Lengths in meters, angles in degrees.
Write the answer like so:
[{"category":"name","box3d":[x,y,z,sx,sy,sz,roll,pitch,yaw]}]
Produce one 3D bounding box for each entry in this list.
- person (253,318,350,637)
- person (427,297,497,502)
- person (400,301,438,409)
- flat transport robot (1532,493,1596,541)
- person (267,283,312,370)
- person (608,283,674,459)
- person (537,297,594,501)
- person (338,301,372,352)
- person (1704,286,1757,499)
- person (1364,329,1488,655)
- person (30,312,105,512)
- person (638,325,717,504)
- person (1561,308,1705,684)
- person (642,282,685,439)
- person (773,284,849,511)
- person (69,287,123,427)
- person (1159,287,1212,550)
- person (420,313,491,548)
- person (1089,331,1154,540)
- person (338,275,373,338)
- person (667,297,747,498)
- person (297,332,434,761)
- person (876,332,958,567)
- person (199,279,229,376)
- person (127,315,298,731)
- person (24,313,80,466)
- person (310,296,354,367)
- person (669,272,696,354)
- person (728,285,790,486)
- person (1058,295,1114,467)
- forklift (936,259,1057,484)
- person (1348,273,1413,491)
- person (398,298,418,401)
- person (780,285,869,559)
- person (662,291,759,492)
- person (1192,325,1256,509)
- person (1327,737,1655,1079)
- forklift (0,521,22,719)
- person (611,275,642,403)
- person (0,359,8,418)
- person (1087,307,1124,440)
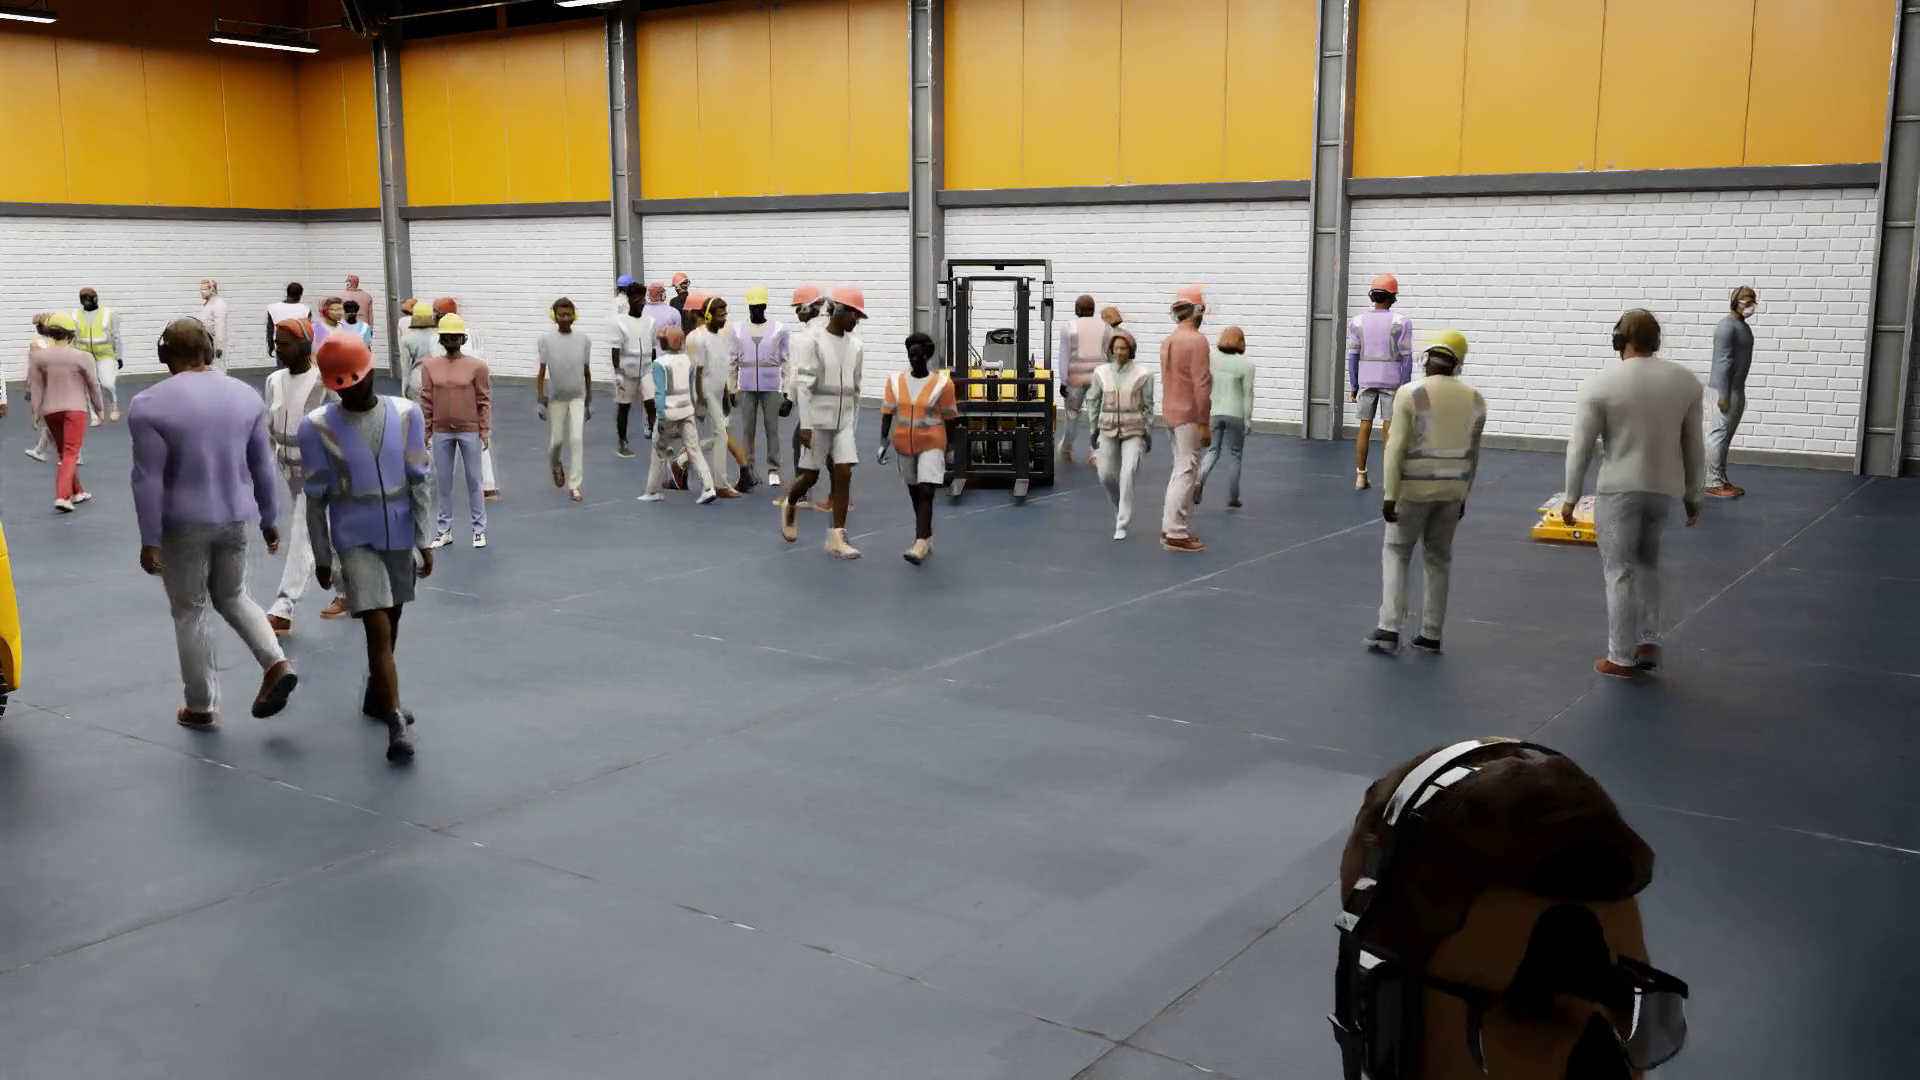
[{"category":"person","box3d":[-3.884,-0.380,9.766,0.590,1.828,0.962,5,11,30]},{"category":"person","box3d":[-4.606,-1.260,14.990,0.995,1.826,0.590,4,10,24]},{"category":"person","box3d":[-5.642,-1.649,17.577,0.505,1.730,0.354,-4,10,-20]},{"category":"flat transport robot","box3d":[5.013,-0.190,13.254,0.652,0.197,1.431,5,11,26]},{"category":"person","box3d":[-9.440,-2.688,23.455,0.615,1.861,0.979,-3,10,-19]},{"category":"person","box3d":[-3.476,-1.809,18.001,0.613,1.915,0.989,-7,12,-35]},{"category":"person","box3d":[-3.617,-1.301,15.219,0.517,1.843,0.788,-3,10,-19]},{"category":"person","box3d":[-8.217,-2.412,22.430,0.563,1.631,0.879,-6,11,-31]},{"category":"person","box3d":[7.059,-1.352,15.236,0.374,1.934,0.628,7,12,37]},{"category":"person","box3d":[2.591,-0.262,9.196,0.648,1.785,0.425,-3,10,-15]},{"category":"person","box3d":[-7.794,-1.120,14.507,0.536,1.716,0.931,-1,10,-6]},{"category":"person","box3d":[-2.510,-1.102,14.795,0.852,1.606,0.533,7,12,34]},{"category":"person","box3d":[3.465,-0.222,8.551,0.659,1.914,0.463,-2,10,-10]},{"category":"person","box3d":[-3.652,-2.170,20.199,0.645,1.904,0.408,1,10,4]},{"category":"person","box3d":[-1.333,-1.210,14.308,0.828,1.951,0.605,0,10,3]},{"category":"person","box3d":[-11.298,-2.390,21.744,0.643,1.821,0.450,-2,10,-14]},{"category":"person","box3d":[1.685,-0.883,12.433,0.362,1.962,0.661,-3,10,-16]},{"category":"person","box3d":[-3.795,-0.816,12.531,0.525,1.772,0.308,0,10,-2]},{"category":"person","box3d":[1.284,-0.836,13.084,0.526,1.619,0.577,4,10,20]},{"category":"person","box3d":[-10.803,-3.771,29.705,0.410,1.913,0.651,9,13,43]},{"category":"person","box3d":[-2.322,-1.294,15.174,0.713,1.840,0.519,2,10,12]},{"category":"person","box3d":[-2.623,0.009,7.372,0.528,1.860,0.979,-7,12,-37]},{"category":"person","box3d":[-0.321,-0.647,11.858,0.535,1.650,0.878,4,10,21]},{"category":"person","box3d":[-10.897,-2.848,24.267,0.398,1.901,0.652,-8,12,-38]},{"category":"person","box3d":[-3.392,-0.060,7.581,0.601,1.918,0.657,7,12,36]},{"category":"person","box3d":[-9.664,-1.579,17.538,0.807,1.599,0.541,2,10,10]},{"category":"person","box3d":[-6.643,-1.672,17.551,0.960,1.804,0.585,5,11,30]},{"category":"person","box3d":[-4.151,-3.020,25.013,0.388,1.987,0.608,6,11,33]},{"category":"person","box3d":[-1.929,-1.476,15.992,0.595,1.925,0.372,0,10,2]},{"category":"person","box3d":[1.322,-1.701,17.723,0.657,1.788,0.961,-2,10,-13]},{"category":"forklift","box3d":[0.370,-1.738,16.759,1.214,2.155,2.313,1,10,3]},{"category":"person","box3d":[3.953,-1.474,15.635,0.607,2.044,0.375,6,11,31]},{"category":"person","box3d":[-7.752,-2.603,23.576,0.499,1.633,0.288,7,12,35]},{"category":"person","box3d":[-1.005,-0.883,12.290,0.644,1.987,0.890,-7,12,-37]},{"category":"person","box3d":[-2.342,-1.372,15.504,1.003,1.900,0.554,5,11,28]},{"category":"person","box3d":[2.260,-1.047,14.372,0.516,1.612,0.600,6,11,32]},{"category":"person","box3d":[0.344,1.043,1.230,0.508,1.847,0.345,-3,10,-19]},{"category":"forklift","box3d":[-5.296,-0.090,6.943,1.214,2.155,2.313,7,12,35]},{"category":"person","box3d":[-5.100,-3.056,25.337,0.404,1.945,0.615,-6,11,-32]},{"category":"person","box3d":[-8.980,-1.300,15.058,0.559,1.892,0.978,-9,13,-42]},{"category":"person","box3d":[1.779,-1.973,19.879,0.635,1.610,0.516,8,12,38]}]
